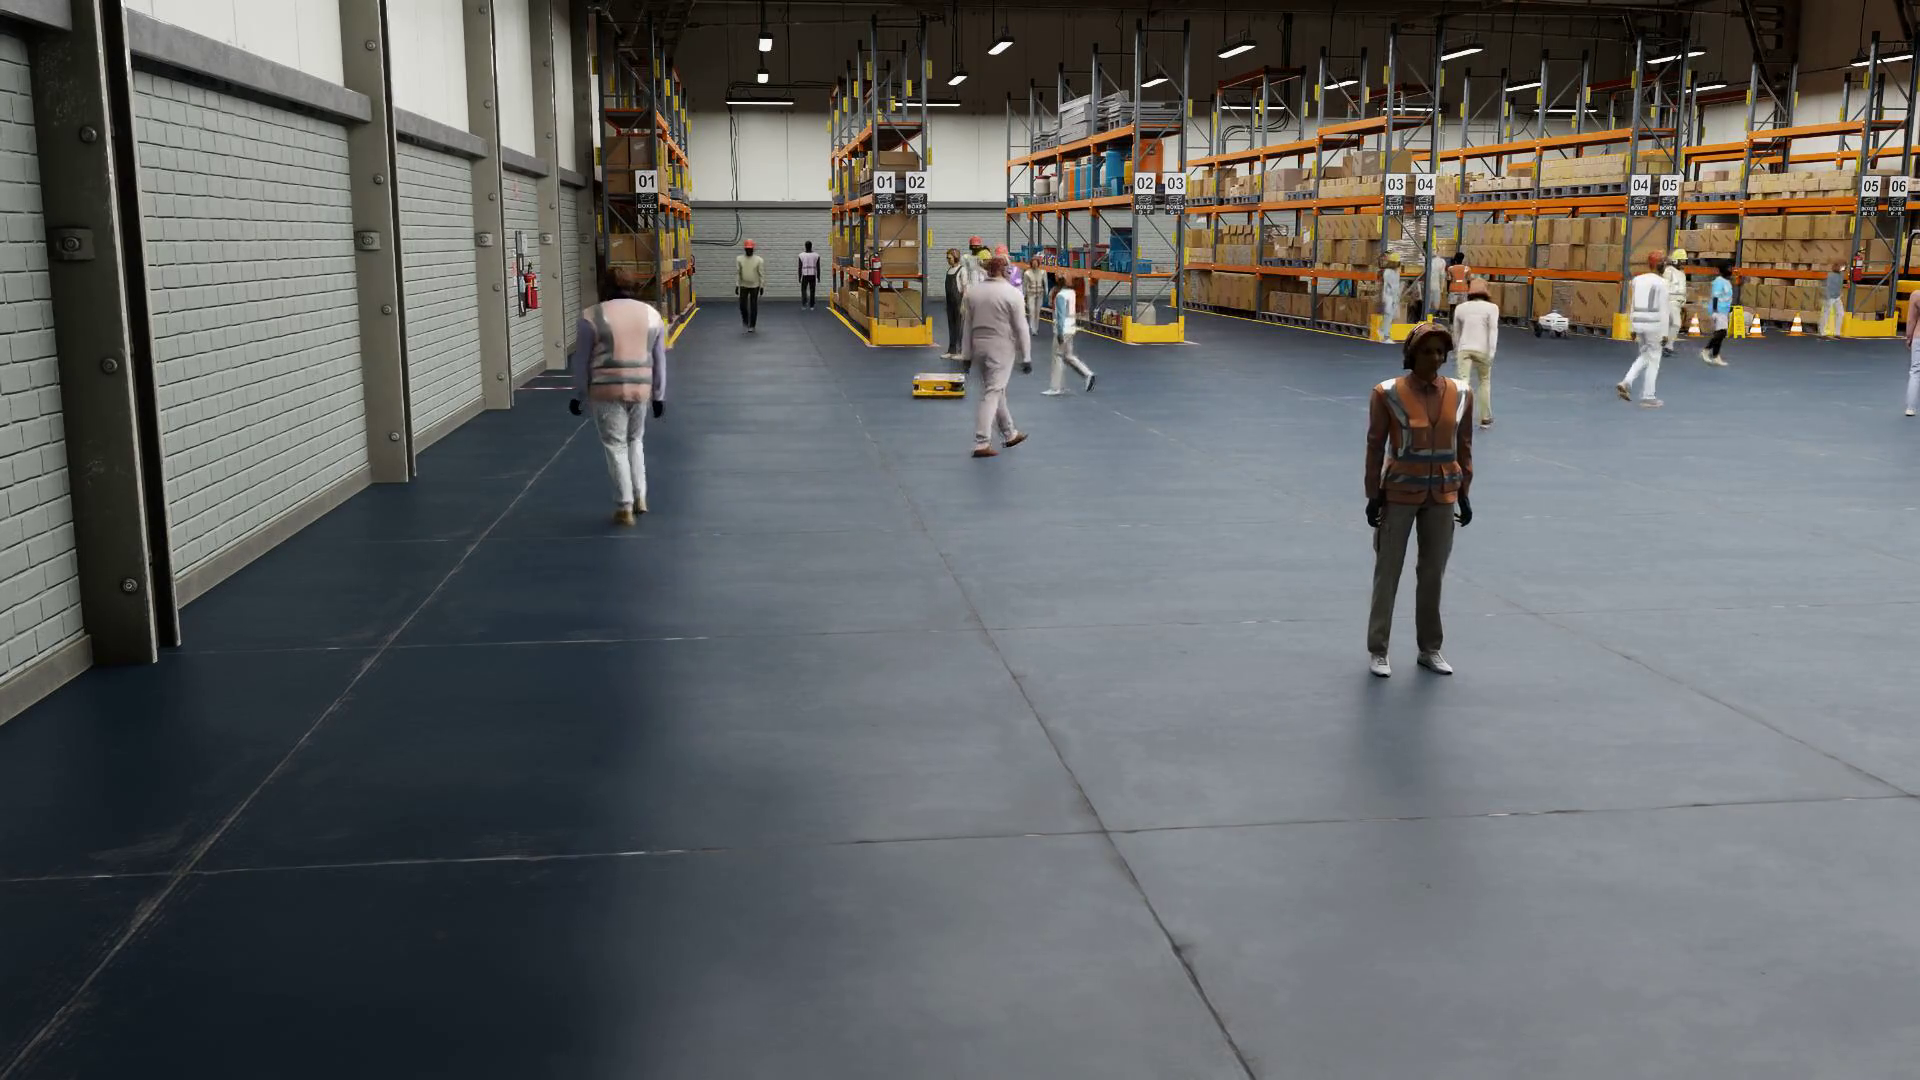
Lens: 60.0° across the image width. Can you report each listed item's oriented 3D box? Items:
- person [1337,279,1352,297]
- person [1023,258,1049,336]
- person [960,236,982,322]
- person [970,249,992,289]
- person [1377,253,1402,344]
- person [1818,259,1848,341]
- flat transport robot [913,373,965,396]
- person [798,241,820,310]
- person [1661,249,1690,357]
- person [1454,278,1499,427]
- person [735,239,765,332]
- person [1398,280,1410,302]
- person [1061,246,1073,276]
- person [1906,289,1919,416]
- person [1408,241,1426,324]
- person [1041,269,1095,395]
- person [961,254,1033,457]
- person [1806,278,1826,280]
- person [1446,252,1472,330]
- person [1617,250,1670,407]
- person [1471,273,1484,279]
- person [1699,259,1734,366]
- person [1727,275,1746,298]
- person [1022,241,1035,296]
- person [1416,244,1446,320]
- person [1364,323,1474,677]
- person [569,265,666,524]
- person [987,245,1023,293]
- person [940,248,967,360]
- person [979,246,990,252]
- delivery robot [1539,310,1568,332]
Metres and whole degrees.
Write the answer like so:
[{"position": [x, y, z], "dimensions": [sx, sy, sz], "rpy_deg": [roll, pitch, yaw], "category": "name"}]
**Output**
[{"position": [10.467, -7.078, 44.994], "dimensions": [0.571, 1.817, 0.710], "rpy_deg": [-1, 10, -4], "category": "person"}, {"position": [1.557, -5.025, 34.371], "dimensions": [0.513, 1.599, 0.845], "rpy_deg": [-2, 10, -9], "category": "person"}, {"position": [0.301, -4.915, 32.532], "dimensions": [0.607, 2.044, 0.372], "rpy_deg": [-3, 11, -15], "category": "person"}, {"position": [0.359, -4.179, 29.136], "dimensions": [0.755, 1.813, 0.598], "rpy_deg": [7, 13, 36], "category": "person"}, {"position": [8.183, -4.605, 31.718], "dimensions": [0.489, 1.732, 0.463], "rpy_deg": [-8, 13, -38], "category": "person"}, {"position": [17.040, -4.669, 32.377], "dimensions": [0.524, 1.592, 0.676], "rpy_deg": [-5, 11, -24], "category": "person"}, {"position": [-0.268, -2.016, 21.502], "dimensions": [0.652, 0.197, 1.431], "rpy_deg": [0, 10, 0], "category": "flat transport robot"}, {"position": [-4.179, -7.324, 46.090], "dimensions": [0.617, 1.917, 0.422], "rpy_deg": [-2, 11, -11], "category": "person"}, {"position": [12.087, -3.984, 28.039], "dimensions": [0.625, 1.814, 0.513], "rpy_deg": [-10, 14, -42], "category": "person"}, {"position": [5.457, -1.964, 17.578], "dimensions": [0.500, 1.579, 0.796], "rpy_deg": [7, 13, 34], "category": "person"}, {"position": [-4.480, -5.401, 35.364], "dimensions": [0.651, 1.975, 0.547], "rpy_deg": [0, 10, 2], "category": "person"}, {"position": [11.245, -6.639, 42.608], "dimensions": [0.628, 1.820, 0.640], "rpy_deg": [-2, 10, -9], "category": "person"}, {"position": [2.984, -7.561, 47.796], "dimensions": [0.526, 1.769, 0.329], "rpy_deg": [-2, 11, -10], "category": "person"}, {"position": [10.947, -2.257, 18.728], "dimensions": [0.330, 1.765, 0.533], "rpy_deg": [-10, 14, -42], "category": "person"}, {"position": [10.001, -5.472, 35.846], "dimensions": [0.632, 1.941, 0.573], "rpy_deg": [-6, 12, -30], "category": "person"}, {"position": [1.378, -2.651, 21.259], "dimensions": [0.613, 1.621, 0.524], "rpy_deg": [5, 11, 25], "category": "person"}, {"position": [0.402, -1.724, 15.547], "dimensions": [0.660, 1.862, 0.997], "rpy_deg": [9, 14, 42], "category": "person"}, {"position": [19.743, -5.918, 38.204], "dimensions": [0.613, 1.986, 0.401], "rpy_deg": [2, 11, 10], "category": "person"}, {"position": [10.806, -5.387, 36.068], "dimensions": [0.532, 1.698, 0.319], "rpy_deg": [3, 11, 14], "category": "person"}, {"position": [8.211, -2.517, 19.853], "dimensions": [0.483, 1.869, 0.607], "rpy_deg": [-4, 11, -20], "category": "person"}, {"position": [15.450, -7.983, 49.891], "dimensions": [0.520, 1.854, 0.498], "rpy_deg": [3, 11, 18], "category": "person"}, {"position": [11.915, -3.553, 26.025], "dimensions": [0.360, 1.684, 0.551], "rpy_deg": [9, 14, 40], "category": "person"}, {"position": [19.079, -6.412, 41.065], "dimensions": [0.658, 1.922, 0.448], "rpy_deg": [-1, 10, -5], "category": "person"}, {"position": [2.217, -8.326, 51.533], "dimensions": [0.627, 1.934, 0.370], "rpy_deg": [-2, 11, -11], "category": "person"}, {"position": [9.702, -5.191, 34.380], "dimensions": [0.633, 1.923, 0.586], "rpy_deg": [-1, 10, -6], "category": "person"}, {"position": [2.119, -0.181, 7.695], "dimensions": [0.525, 1.636, 0.307], "rpy_deg": [-1, 10, -8], "category": "person"}, {"position": [-2.458, -1.031, 11.834], "dimensions": [0.629, 1.822, 0.559], "rpy_deg": [-8, 13, -36], "category": "person"}, {"position": [0.767, -3.925, 27.530], "dimensions": [0.574, 1.878, 0.905], "rpy_deg": [-3, 11, -14], "category": "person"}, {"position": [-0.084, -3.889, 27.472], "dimensions": [0.344, 1.839, 0.505], "rpy_deg": [-7, 13, -35], "category": "person"}, {"position": [0.493, -5.342, 35.503], "dimensions": [0.516, 1.819, 0.991], "rpy_deg": [-2, 11, -13], "category": "person"}, {"position": [11.920, -4.375, 33.398], "dimensions": [0.477, 0.478, 0.707], "rpy_deg": [-1, 10, -5], "category": "delivery robot"}]
